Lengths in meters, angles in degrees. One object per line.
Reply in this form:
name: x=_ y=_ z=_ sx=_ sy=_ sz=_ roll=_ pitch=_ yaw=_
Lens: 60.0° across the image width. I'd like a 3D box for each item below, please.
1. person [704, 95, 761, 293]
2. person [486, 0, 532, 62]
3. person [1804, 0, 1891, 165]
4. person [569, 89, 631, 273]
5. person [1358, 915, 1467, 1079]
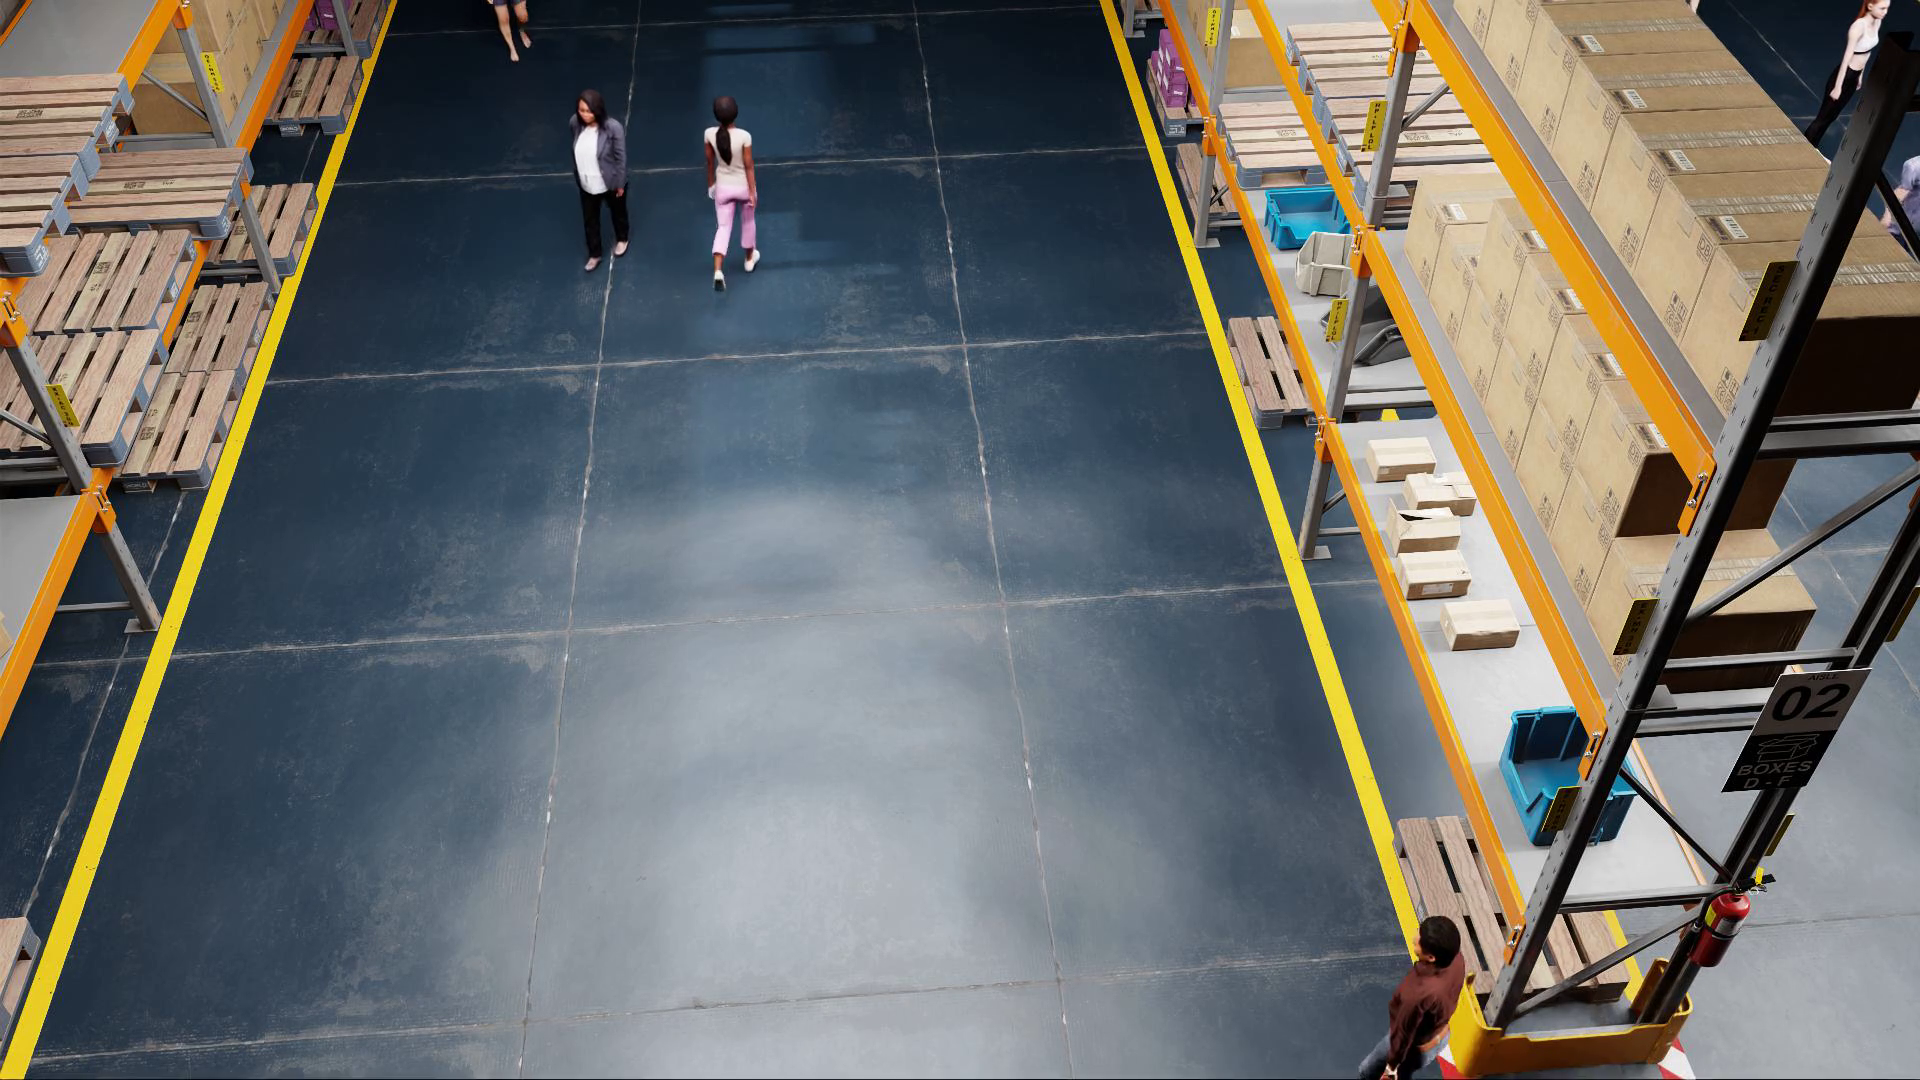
person: x=-1.907 y=-2.849 z=13.841 sx=0.756 sy=1.716 sz=1.113 roll=7 pitch=44 yaw=7
person: x=-4.660 y=-5.684 z=16.934 sx=0.630 sy=1.554 sz=0.659 roll=-12 pitch=45 yaw=-13
person: x=8.118 y=-4.223 z=15.264 sx=0.661 sy=1.741 sz=0.671 roll=-27 pitch=50 yaw=-25
person: x=-3.031 y=-3.137 z=14.246 sx=0.787 sy=1.574 sz=0.923 roll=7 pitch=44 yaw=7
person: x=2.313 y=2.505 z=8.194 sx=0.870 sy=1.753 sz=0.814 roll=32 pitch=52 yaw=29
